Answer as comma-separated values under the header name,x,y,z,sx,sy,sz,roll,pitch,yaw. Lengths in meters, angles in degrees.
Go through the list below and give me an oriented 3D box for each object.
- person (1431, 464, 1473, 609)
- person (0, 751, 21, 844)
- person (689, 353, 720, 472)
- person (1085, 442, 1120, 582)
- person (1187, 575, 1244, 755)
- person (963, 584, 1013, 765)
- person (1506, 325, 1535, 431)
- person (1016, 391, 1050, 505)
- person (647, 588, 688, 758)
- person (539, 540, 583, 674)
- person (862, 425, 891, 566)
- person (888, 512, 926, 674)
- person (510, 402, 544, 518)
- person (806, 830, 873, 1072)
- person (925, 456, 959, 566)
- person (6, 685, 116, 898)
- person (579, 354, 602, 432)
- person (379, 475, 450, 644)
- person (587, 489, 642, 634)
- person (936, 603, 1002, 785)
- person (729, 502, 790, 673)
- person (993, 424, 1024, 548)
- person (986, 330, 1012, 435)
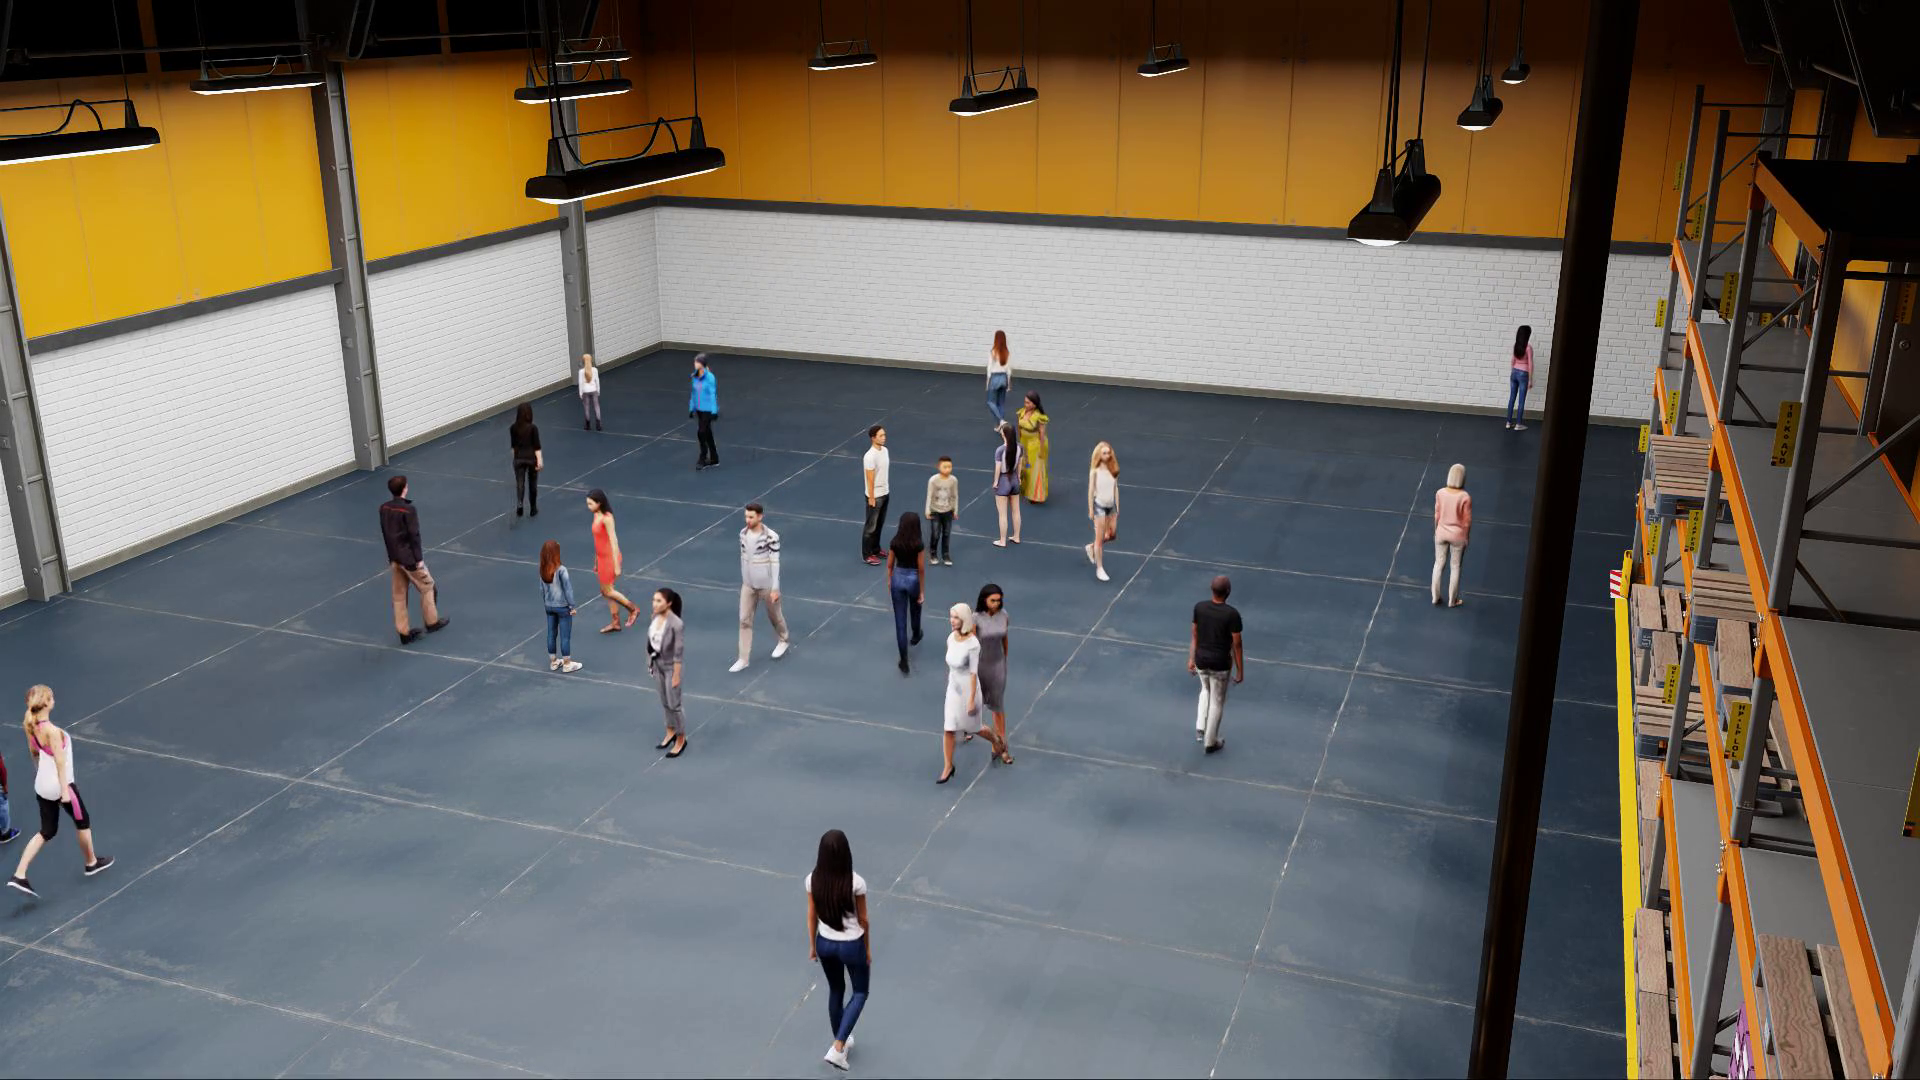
name,x,y,z,sx,sy,sz,roll,pitch,yaw
person,5.822,-0.062,19.730,0.657,1.724,0.611,13,23,34
person,-8.319,2.069,14.156,0.645,1.243,0.792,0,19,0
person,-3.799,-1.955,25.266,0.801,1.777,0.898,17,25,41
person,1.726,-0.394,20.673,0.869,1.751,0.909,-10,21,-28
person,2.376,1.216,15.830,0.756,1.791,0.752,13,22,33
person,0.213,1.229,15.889,1.117,1.728,1.193,-8,20,-23
person,9.283,-2.710,27.564,0.689,1.742,0.651,-11,22,-30
person,1.074,-1.330,23.614,0.857,1.646,0.940,17,25,40
person,-2.784,1.236,15.948,0.721,1.677,0.708,-16,25,-40
person,-4.321,0.703,17.843,0.584,1.477,0.538,9,21,26
person,-1.077,-0.596,21.195,0.700,1.799,0.492,8,20,23
person,-0.570,0.594,17.845,0.807,1.682,1.229,1,19,2
person,-5.991,-1.071,22.872,0.755,1.630,0.885,-1,19,-2
person,-0.822,2.804,11.166,0.608,1.758,0.802,6,19,17
person,-0.242,-0.375,21.090,0.694,1.447,0.747,-6,19,-17
person,-7.390,2.048,13.412,0.733,1.757,1.157,10,21,26
person,-6.127,-2.447,27.507,0.576,1.278,0.634,-8,20,-22
person,-6.237,0.241,18.537,0.706,1.910,0.885,7,20,19
person,-3.916,0.231,18.896,0.877,1.701,0.815,-14,23,-35
person,0.100,1.404,15.380,0.837,1.721,1.116,16,25,40
person,-2.105,0.465,18.016,0.788,1.818,1.197,10,21,26
person,0.639,-0.730,21.827,0.639,1.651,0.736,-13,23,-34
person,0.660,-2.544,27.106,0.833,1.719,0.885,-10,21,-26
